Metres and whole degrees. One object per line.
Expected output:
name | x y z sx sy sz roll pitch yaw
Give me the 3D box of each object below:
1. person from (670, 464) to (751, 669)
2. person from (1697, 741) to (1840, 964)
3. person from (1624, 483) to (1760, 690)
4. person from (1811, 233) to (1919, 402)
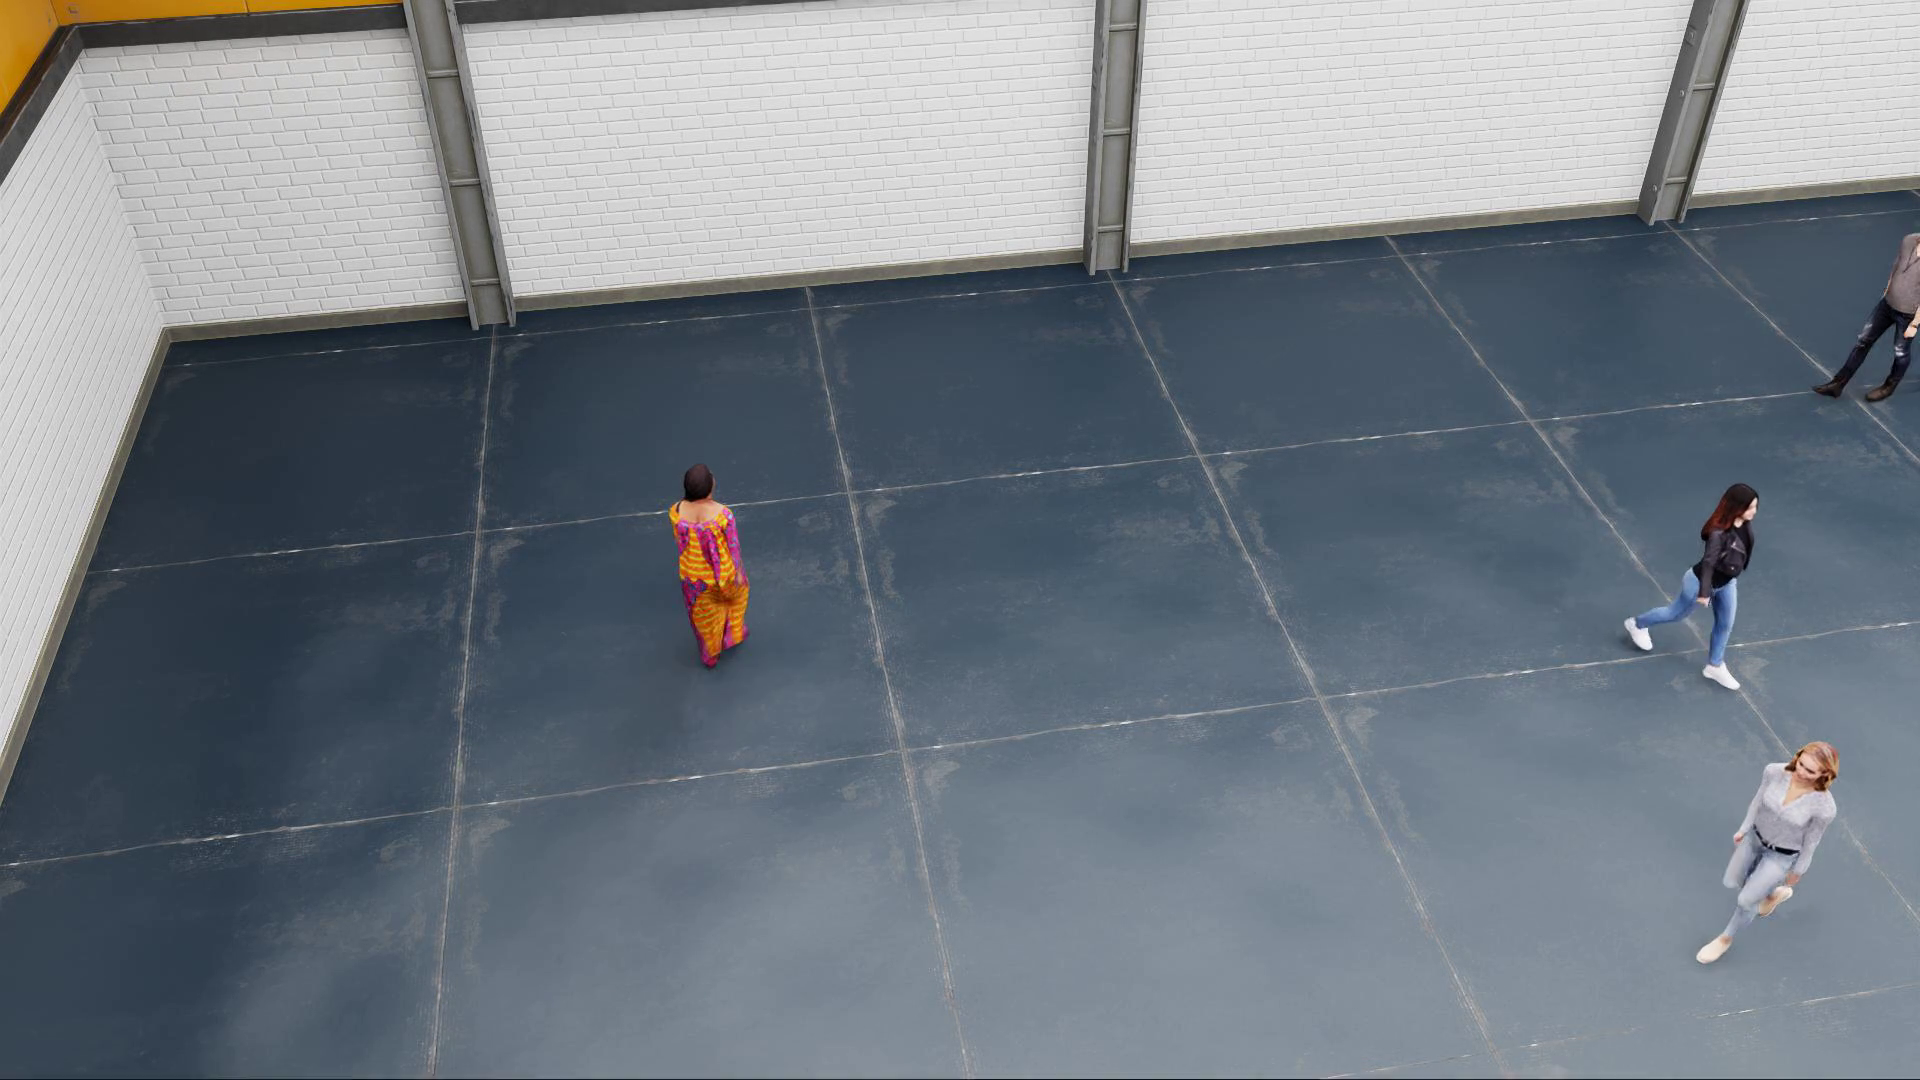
person | -1.774 0.206 11.665 0.797 1.659 0.854 7 39 9
person | 4.742 1.764 9.617 0.963 1.779 0.751 -17 42 -20
person | 5.174 0.266 11.643 1.150 1.594 1.085 -29 47 -31
person | 8.156 -1.997 14.249 1.103 1.877 0.848 -12 40 -15
